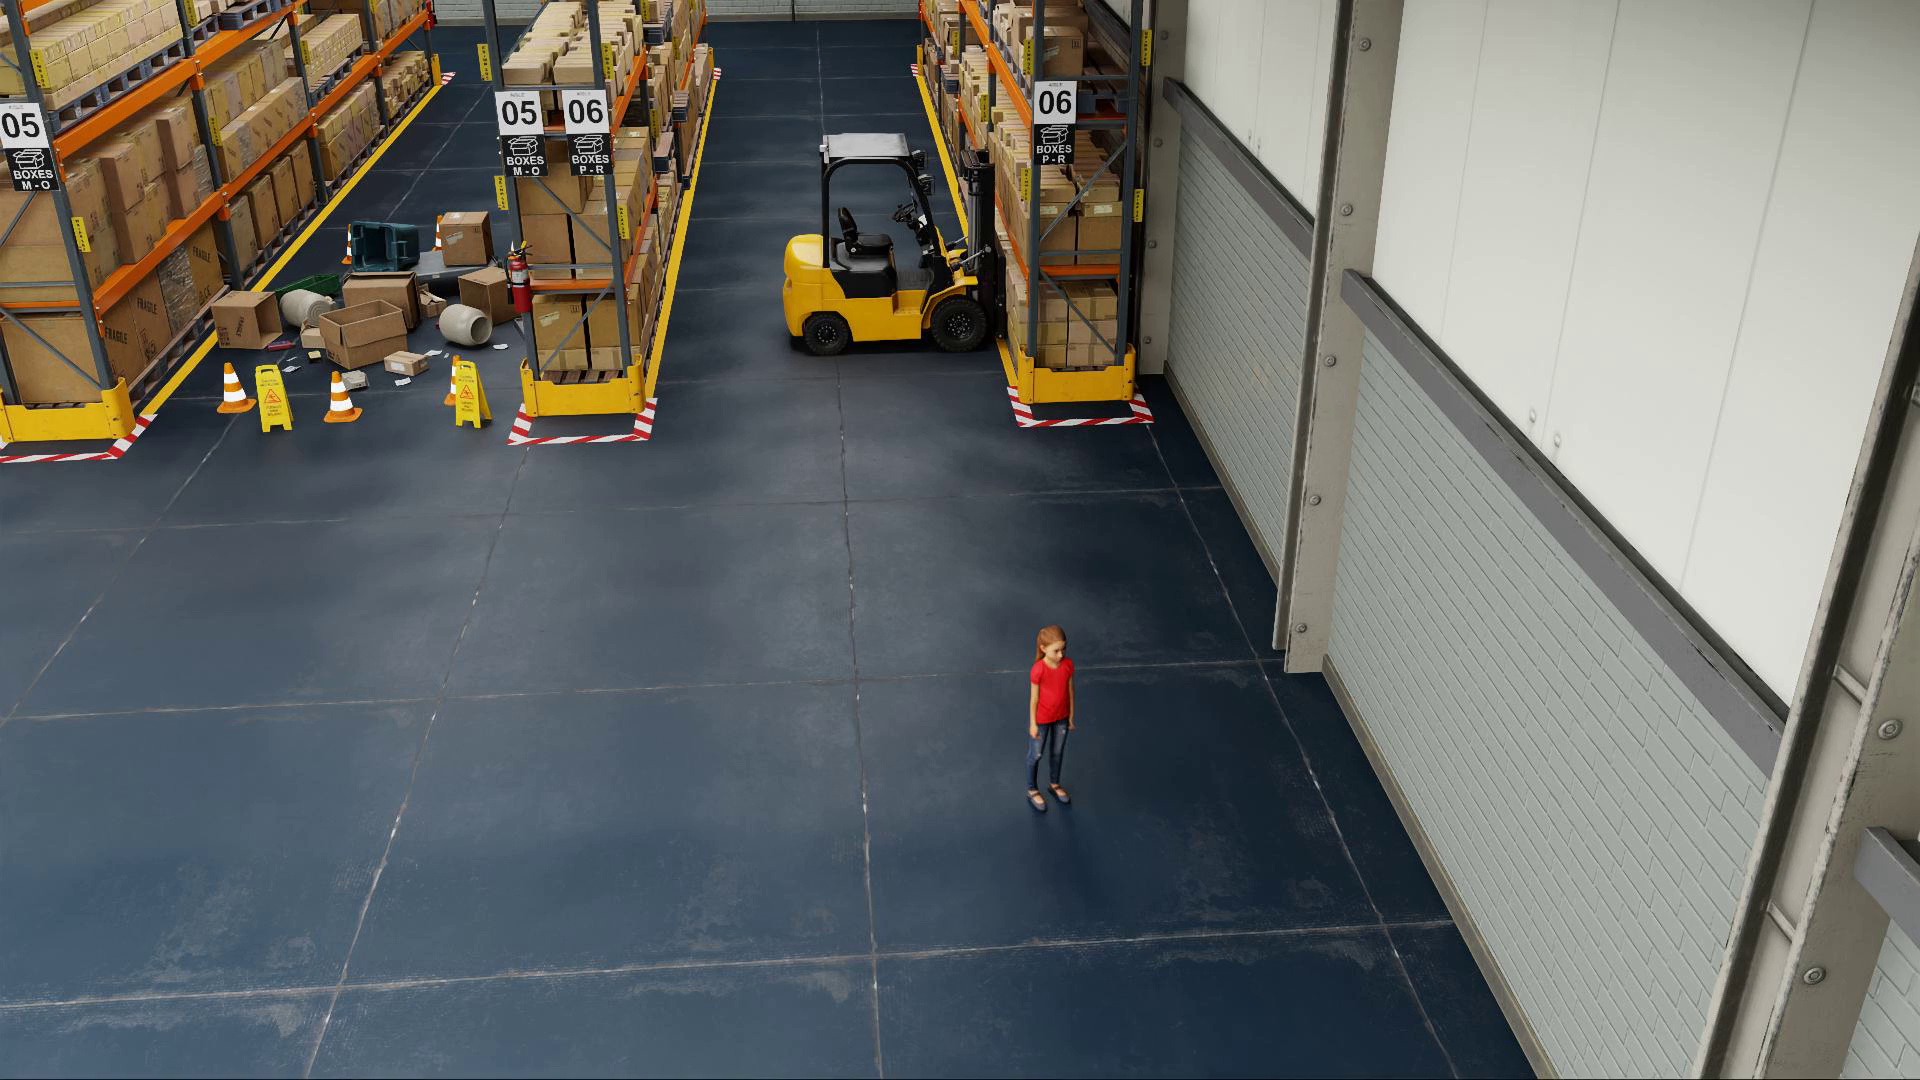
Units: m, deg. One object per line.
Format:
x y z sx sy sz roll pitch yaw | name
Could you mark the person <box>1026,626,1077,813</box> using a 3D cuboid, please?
0.561 1.113 10.598 0.522 1.308 0.552 -11 29 -21 | person
